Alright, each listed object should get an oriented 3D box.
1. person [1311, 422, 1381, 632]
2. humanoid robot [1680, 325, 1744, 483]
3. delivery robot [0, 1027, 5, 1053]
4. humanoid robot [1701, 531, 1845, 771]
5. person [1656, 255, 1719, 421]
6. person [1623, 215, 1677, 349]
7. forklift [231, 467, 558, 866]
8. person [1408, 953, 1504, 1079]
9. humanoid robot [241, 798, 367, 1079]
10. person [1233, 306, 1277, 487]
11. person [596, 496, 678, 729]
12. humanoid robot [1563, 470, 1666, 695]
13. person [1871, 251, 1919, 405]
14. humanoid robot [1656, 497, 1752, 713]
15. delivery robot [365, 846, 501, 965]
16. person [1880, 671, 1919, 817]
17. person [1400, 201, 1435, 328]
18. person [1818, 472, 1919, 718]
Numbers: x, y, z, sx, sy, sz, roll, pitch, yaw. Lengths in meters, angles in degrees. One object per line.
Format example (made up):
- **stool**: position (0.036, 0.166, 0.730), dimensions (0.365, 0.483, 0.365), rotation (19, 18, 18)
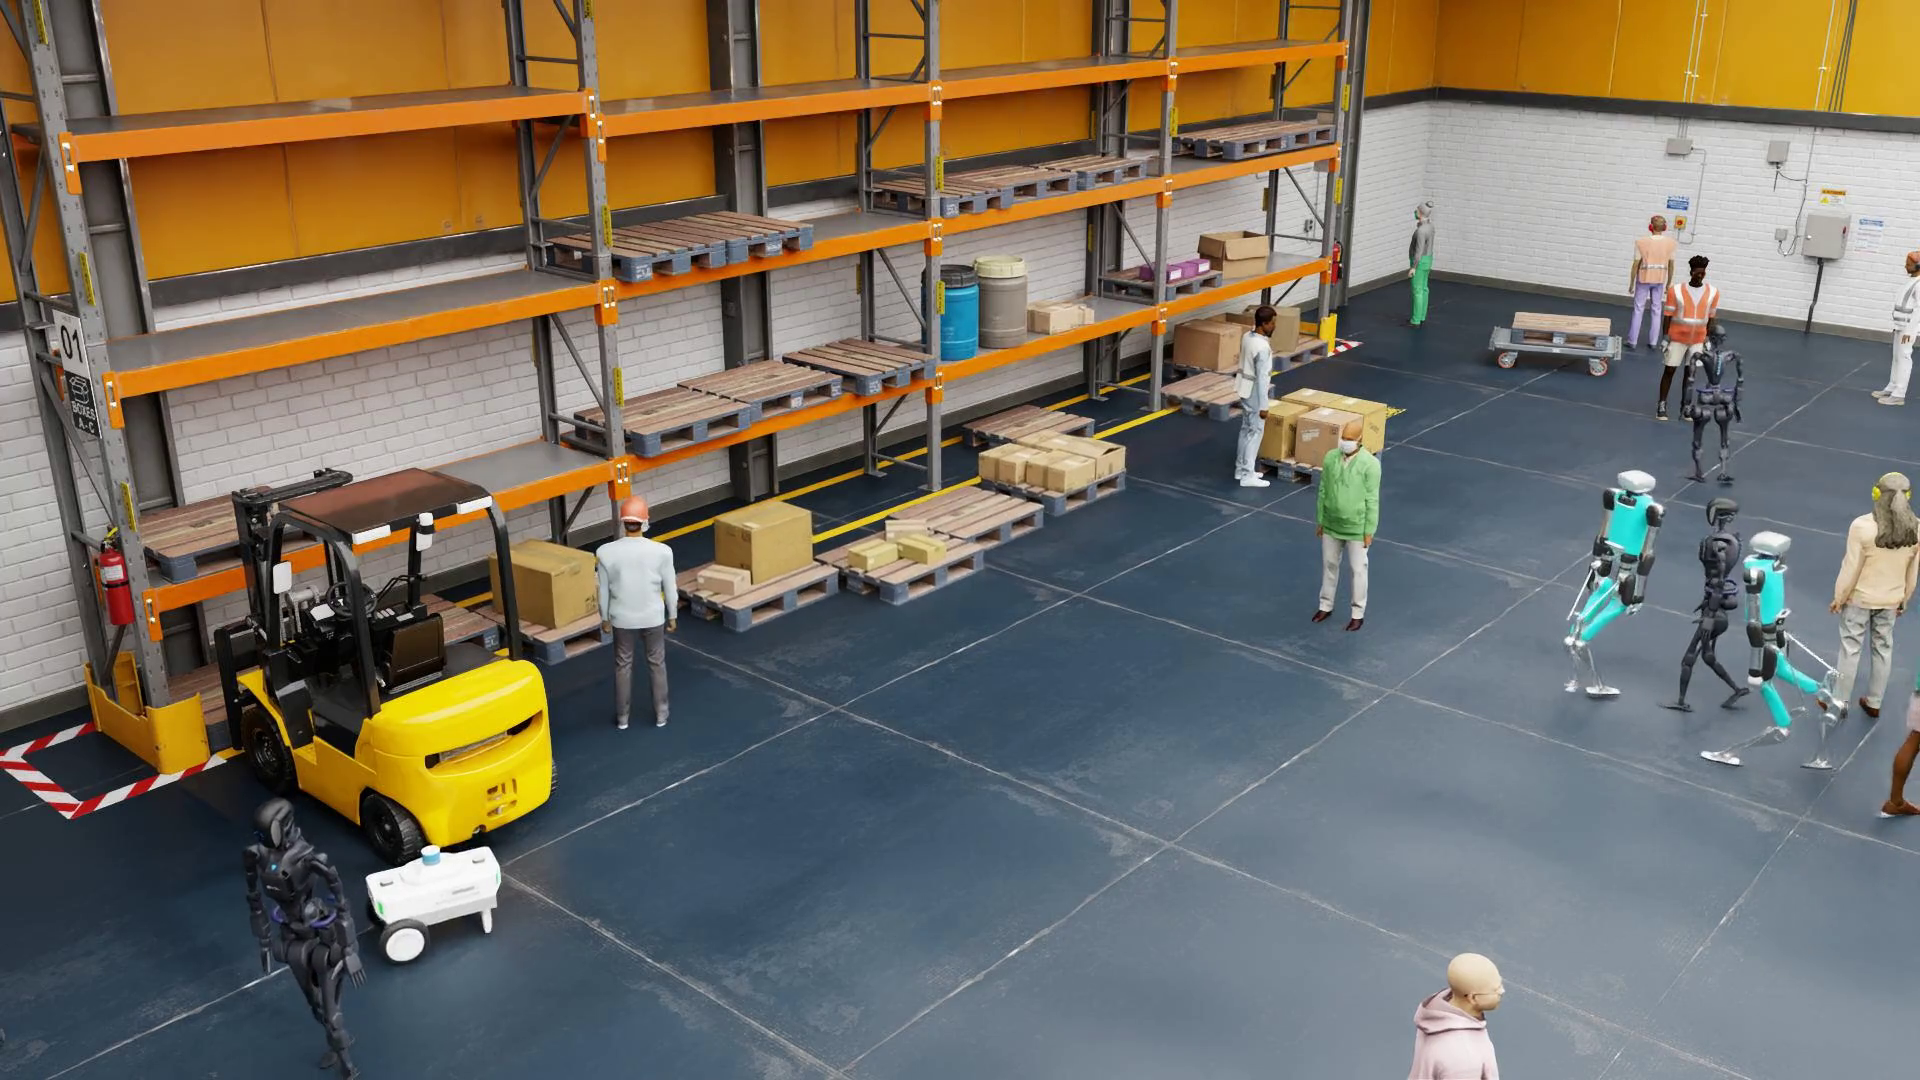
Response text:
- **person**: position (3.193, -0.125, 13.721), dimensions (0.538, 1.776, 0.388), rotation (15, 25, 35)
- **humanoid robot**: position (7.863, -1.401, 17.329), dimensions (0.609, 1.644, 0.456), rotation (4, 21, 10)
- **delivery robot**: position (-5.143, 2.564, 8.218), dimensions (0.791, 0.614, 0.499), rotation (-9, 22, -23)
- **humanoid robot**: position (5.662, 0.865, 11.181), dimensions (1.016, 1.762, 0.531), rotation (16, 25, 36)
- **person**: position (8.535, -2.371, 19.527), dimensions (0.603, 1.966, 0.367), rotation (1, 20, 3)
- **person**: position (9.493, -3.528, 22.850), dimensions (0.564, 1.836, 0.379), rotation (1, 20, 4)
- **forklift**: position (-3.730, 0.710, 10.856), dimensions (2.313, 2.155, 1.214), rotation (17, 26, 38)
- **person**: position (1.951, 2.448, 6.731), dimensions (0.407, 1.784, 0.523), rotation (2, 20, 5)
- **humanoid robot**: position (-3.190, 1.960, 8.231), dimensions (0.593, 1.631, 0.471), rotation (4, 21, 12)
- **person**: position (3.042, -1.486, 17.217), dimensions (0.398, 1.907, 0.600), rotation (-3, 20, -7)
- **person**: position (-2.320, 0.522, 12.009), dimensions (0.575, 1.737, 0.351), rotation (-3, 20, -7)
- **humanoid robot**: position (4.767, 0.379, 12.402), dimensions (0.711, 1.782, 0.535), rotation (-9, 22, -23)
- **person**: position (11.491, -2.587, 20.226), dimensions (0.357, 1.887, 0.572), rotation (6, 21, 15)
- **humanoid robot**: position (5.594, 0.486, 12.260), dimensions (0.657, 1.627, 0.612), rotation (8, 22, 20)
- **delivery robot**: position (-3.055, 2.057, 9.585), dimensions (0.780, 0.608, 0.519), rotation (-10, 23, -26)
- **person**: position (6.488, 0.963, 10.721), dimensions (0.901, 1.812, 0.496), rotation (-4, 21, -12)
- **person**: position (6.668, -4.005, 24.139), dimensions (0.340, 1.839, 0.513), rotation (13, 24, 32)
- **person**: position (6.649, 0.418, 12.101), dimensions (0.564, 1.875, 0.391), rotation (0, 20, 0)
